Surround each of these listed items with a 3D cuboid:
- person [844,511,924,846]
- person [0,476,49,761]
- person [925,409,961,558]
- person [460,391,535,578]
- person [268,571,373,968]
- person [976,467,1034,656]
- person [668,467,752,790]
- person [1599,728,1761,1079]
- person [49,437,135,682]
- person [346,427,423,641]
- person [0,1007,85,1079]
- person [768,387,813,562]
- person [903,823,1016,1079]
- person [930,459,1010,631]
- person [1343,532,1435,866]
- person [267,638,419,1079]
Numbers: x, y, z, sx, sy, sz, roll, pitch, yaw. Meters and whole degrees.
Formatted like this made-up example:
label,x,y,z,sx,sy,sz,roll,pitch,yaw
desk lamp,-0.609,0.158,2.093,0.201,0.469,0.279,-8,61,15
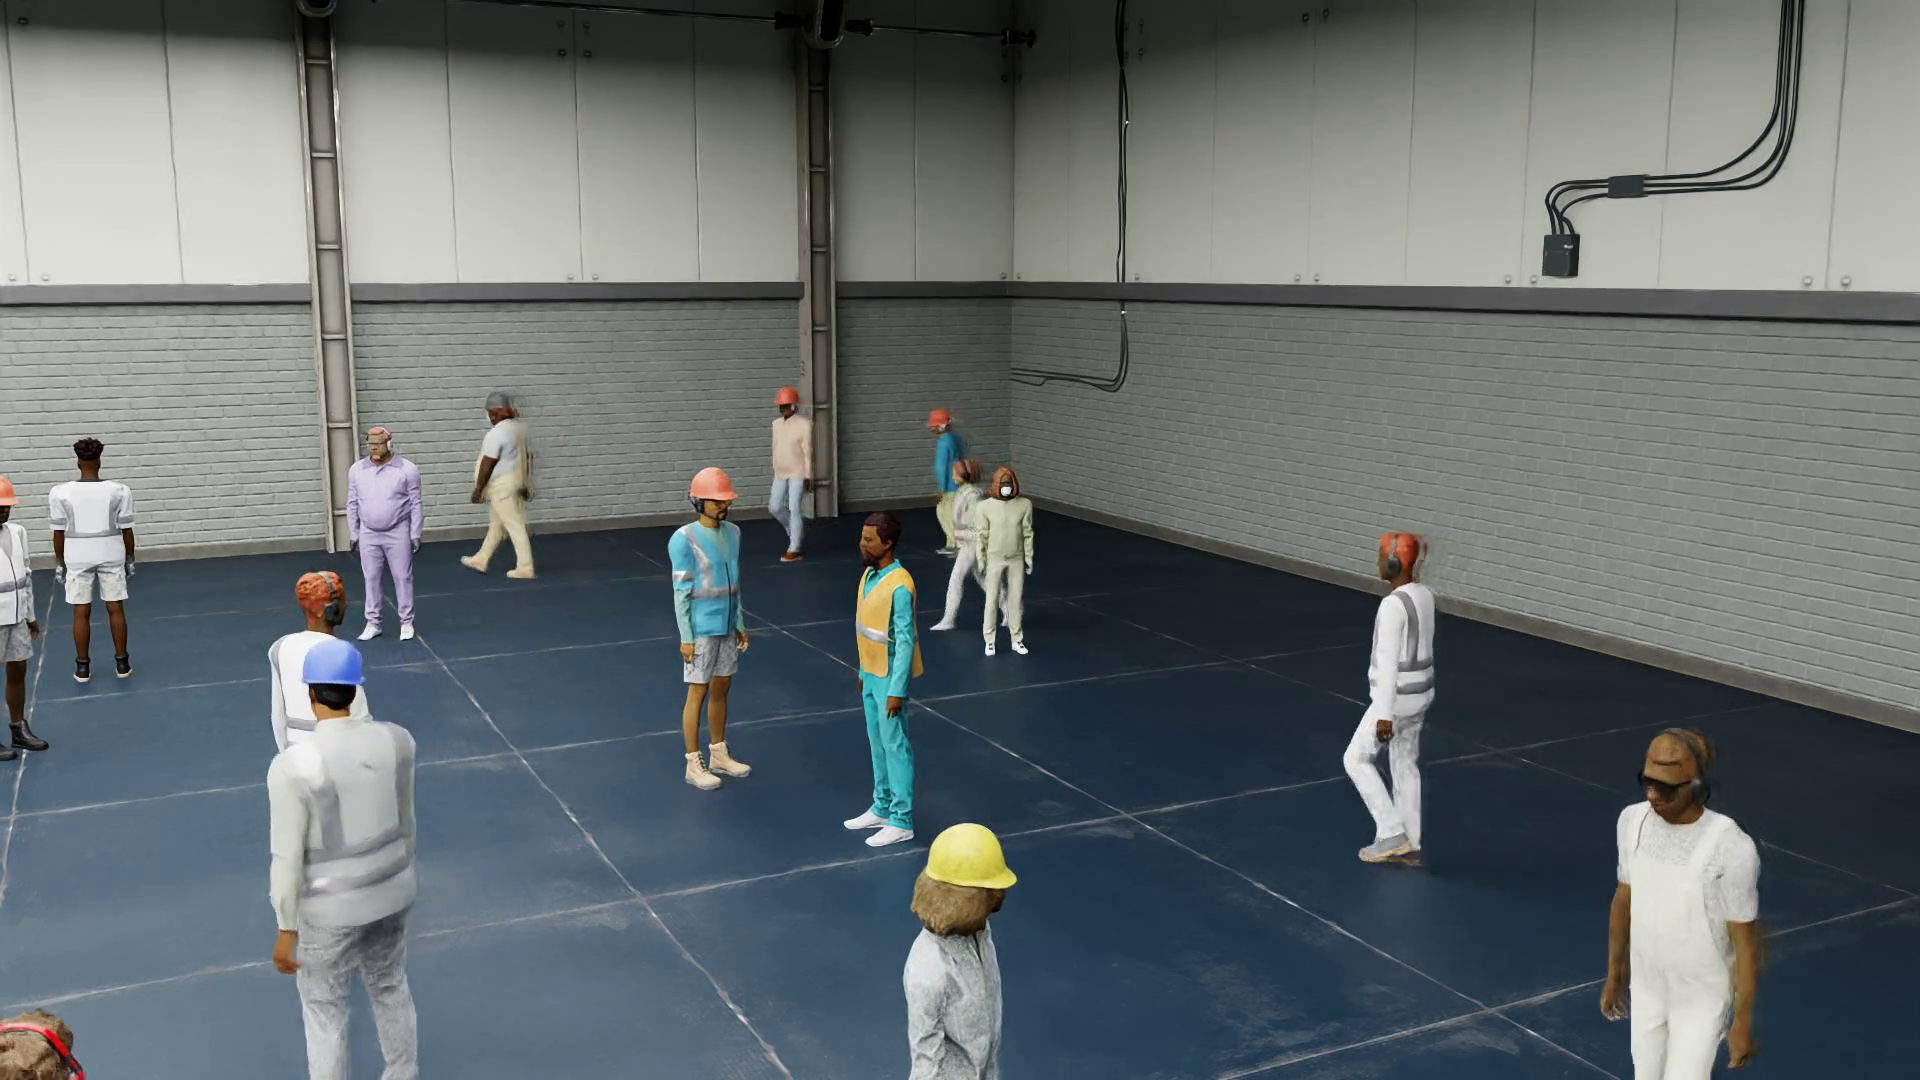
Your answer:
label,x,y,z,sx,sy,sz,roll,pitch,yaw
person,-0.427,0.783,9.570,0.392,1.922,0.592,-4,10,-24
person,-6.438,0.520,11.190,0.387,1.930,0.539,2,10,14
person,-0.129,-0.636,18.930,0.545,1.721,0.578,1,9,5
person,-4.996,-0.606,17.762,0.995,2.000,0.688,1,9,5
person,-2.982,1.080,7.862,0.573,1.883,0.359,5,10,28
person,0.382,0.183,14.182,0.498,1.627,0.280,-2,9,-13
person,-1.570,0.552,10.624,0.373,2.044,0.606,6,11,31
person,2.373,1.494,5.481,0.429,1.826,0.538,-4,10,-25
person,-6.929,0.157,13.331,0.597,1.959,0.369,-5,11,-29
person,-5.103,-0.049,14.744,0.655,1.906,0.407,0,9,-2
person,-1.866,1.839,3.454,0.591,1.787,0.984,-2,9,-13
person,-1.903,-0.745,18.817,0.617,1.982,0.466,6,11,34
person,0.004,1.651,4.798,0.322,1.740,0.493,3,10,19
person,0.159,0.041,15.148,0.815,1.598,0.565,-2,9,-10
person,2.379,0.881,9.134,0.449,1.867,0.600,7,11,36
person,-2.289,1.324,6.211,0.437,1.934,0.633,6,11,32
